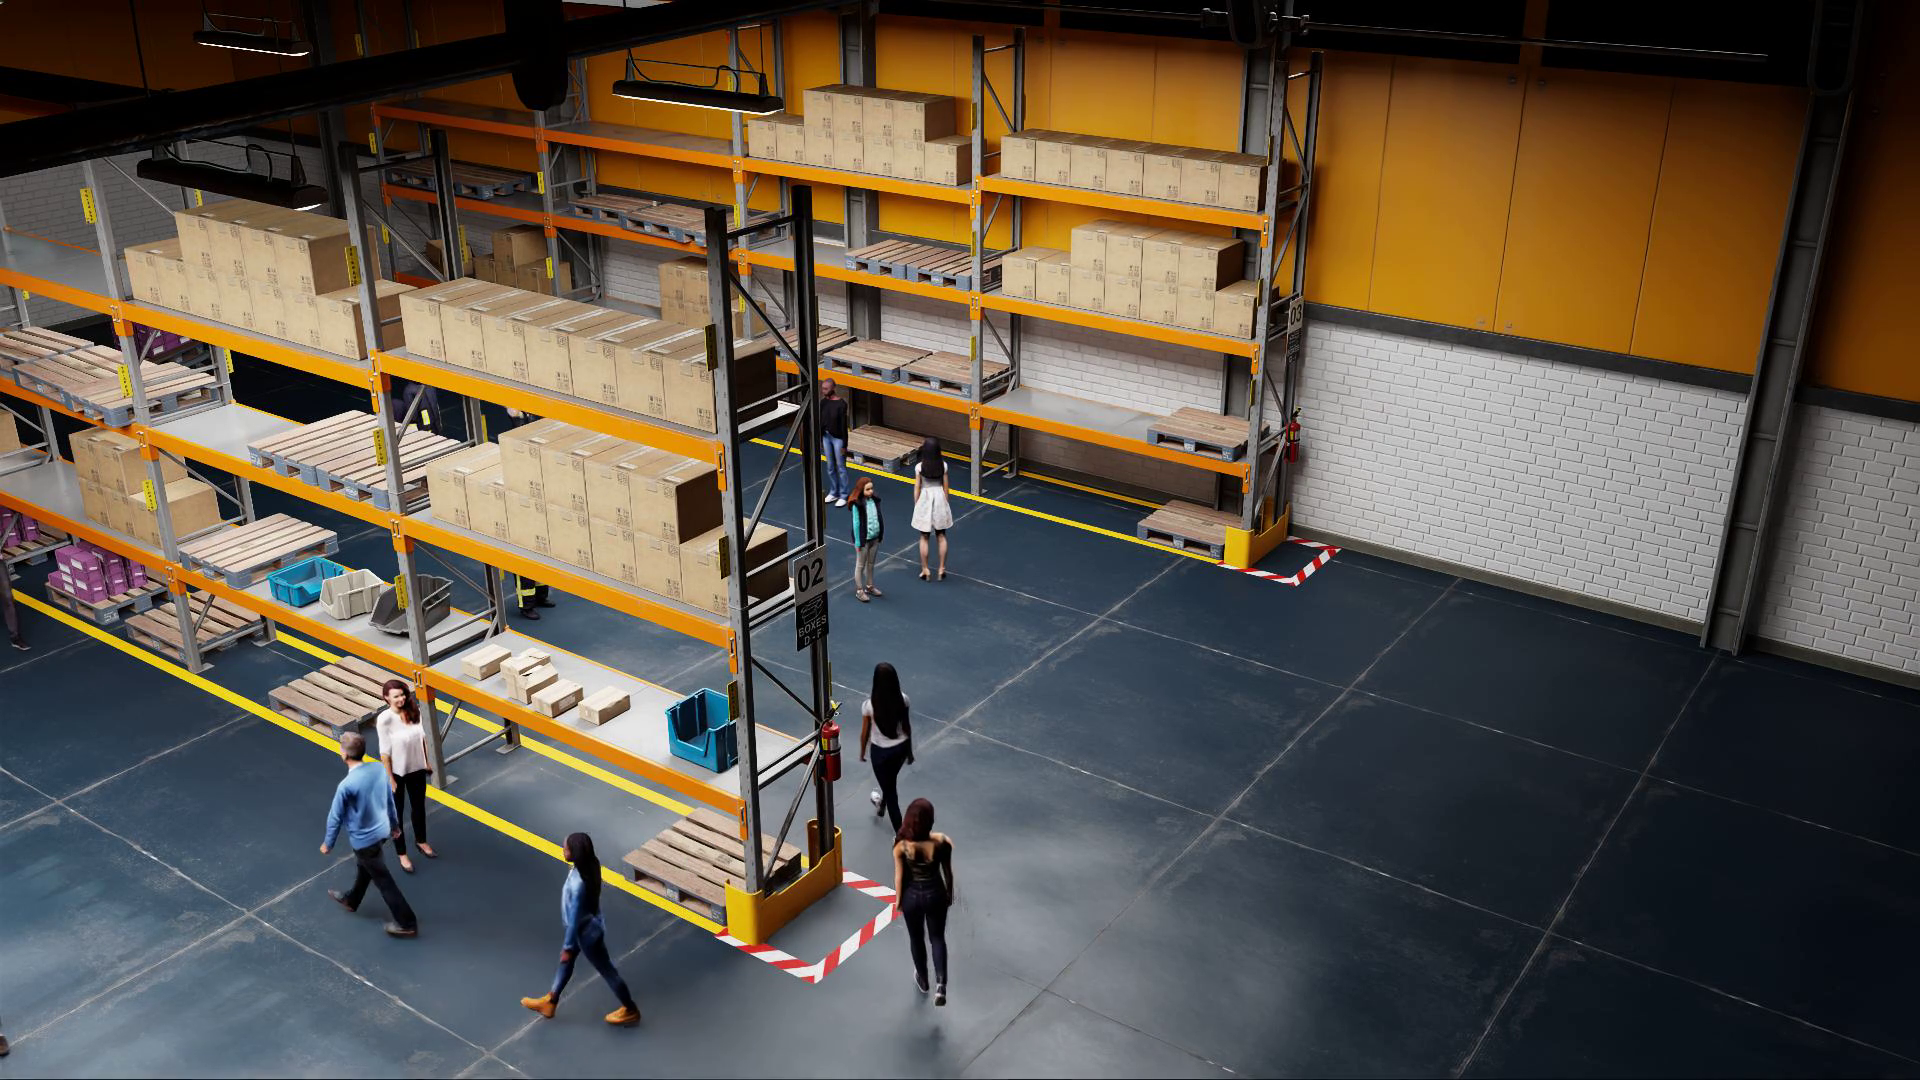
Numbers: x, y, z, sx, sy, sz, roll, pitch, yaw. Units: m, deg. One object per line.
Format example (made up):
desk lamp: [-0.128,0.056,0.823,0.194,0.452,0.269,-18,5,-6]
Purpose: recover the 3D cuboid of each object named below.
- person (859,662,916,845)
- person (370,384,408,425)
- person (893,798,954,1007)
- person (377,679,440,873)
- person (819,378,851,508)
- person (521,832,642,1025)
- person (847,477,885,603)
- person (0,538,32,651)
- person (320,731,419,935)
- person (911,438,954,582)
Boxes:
person: [-0.592,1.945,14.500,0.966,1.723,1.219,-11,26,-24]
person: [-7.486,-1.278,21.939,0.643,1.671,0.708,19,30,36]
person: [-0.254,2.778,12.558,0.961,1.753,1.025,-4,24,-10]
person: [-4.777,1.997,14.294,0.509,1.795,0.602,17,29,33]
person: [-1.647,-1.316,21.936,0.492,1.744,0.664,14,27,29]
person: [-2.661,2.922,12.328,1.205,1.673,1.080,-2,24,-4]
person: [-1.091,-0.034,19.306,0.604,1.501,0.589,19,30,37]
person: [-10.670,0.258,18.111,1.205,1.923,0.645,15,28,31]
person: [-4.671,2.406,13.396,1.219,1.763,0.914,6,24,14]
person: [-0.327,-0.365,19.726,0.777,1.771,0.836,-4,24,-10]
